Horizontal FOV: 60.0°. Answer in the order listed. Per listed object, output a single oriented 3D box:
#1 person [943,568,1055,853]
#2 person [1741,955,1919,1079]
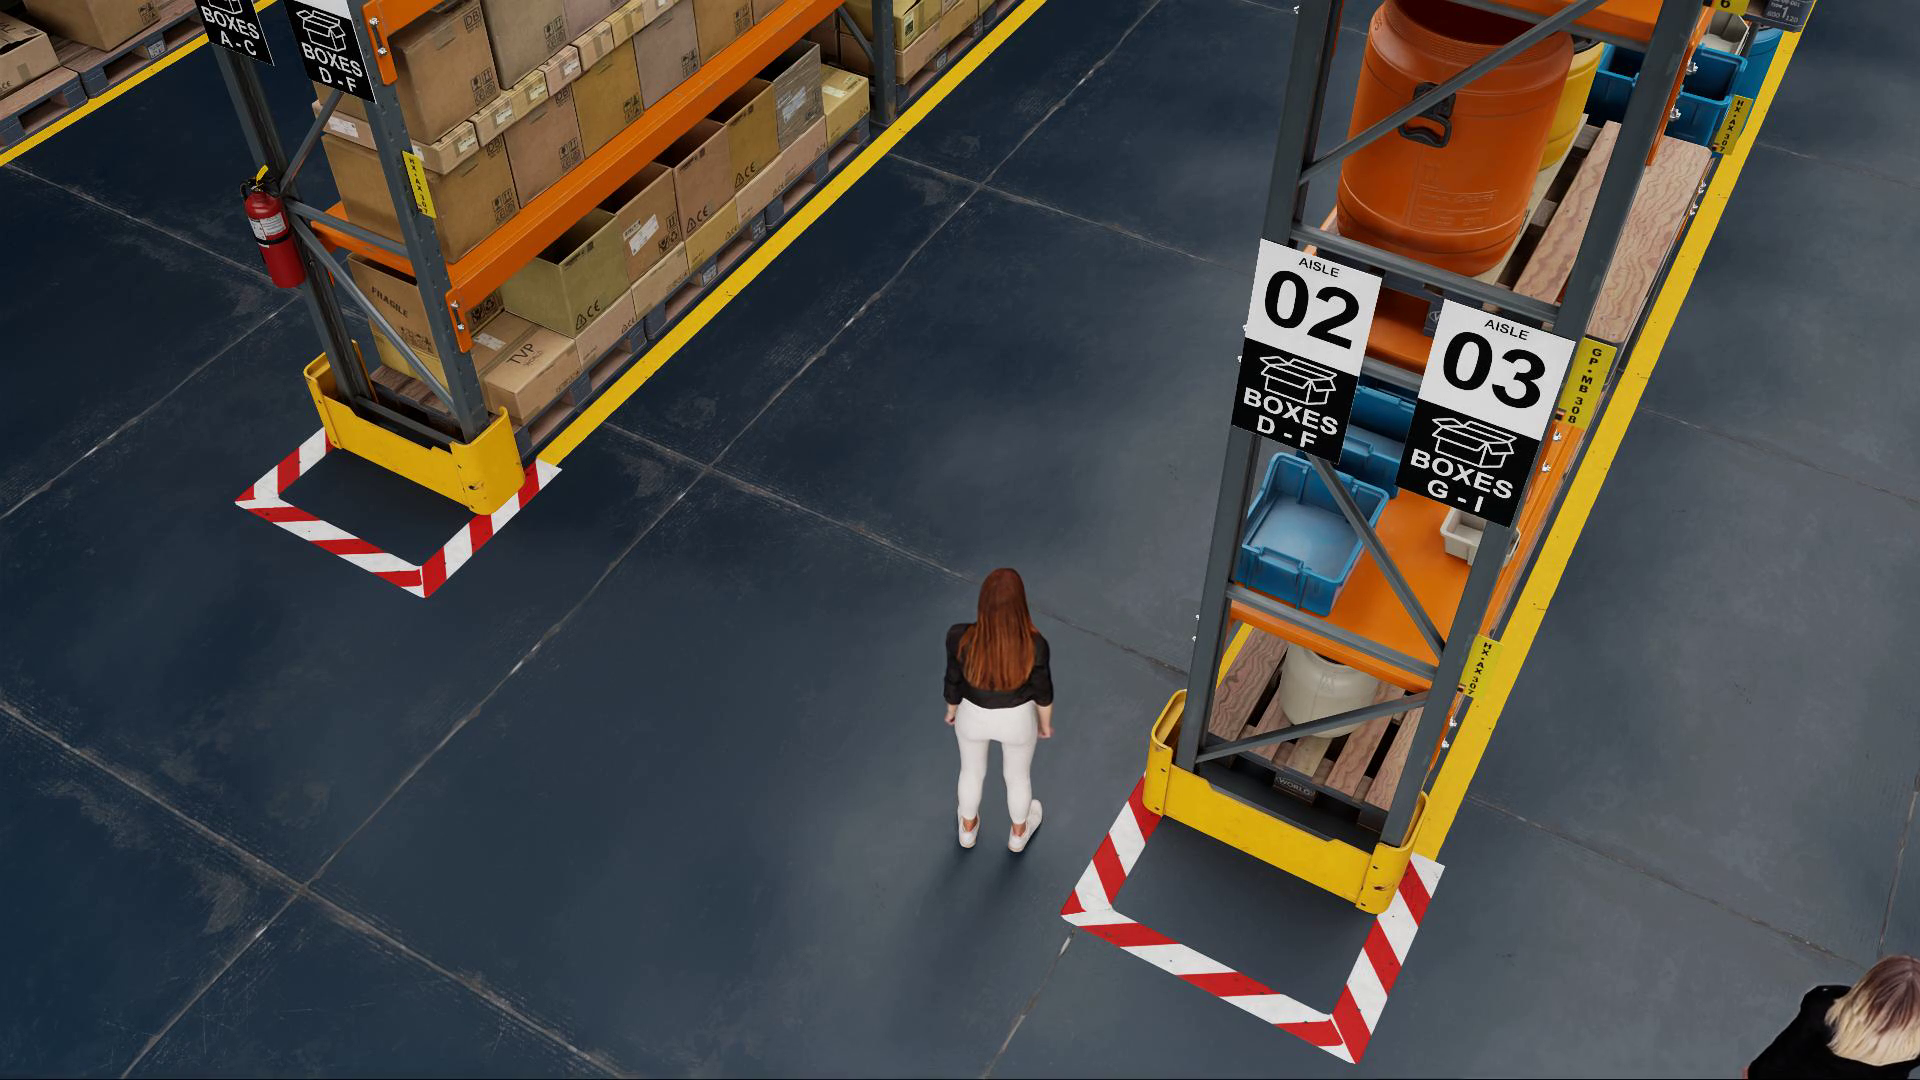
[{"bbox_3d":[0.151,0.717,6.811,0.672,1.704,0.641,7,48,6],"label":"person"},{"bbox_3d":[2.936,1.901,5.728,0.666,1.687,0.636,9,48,8],"label":"person"}]
